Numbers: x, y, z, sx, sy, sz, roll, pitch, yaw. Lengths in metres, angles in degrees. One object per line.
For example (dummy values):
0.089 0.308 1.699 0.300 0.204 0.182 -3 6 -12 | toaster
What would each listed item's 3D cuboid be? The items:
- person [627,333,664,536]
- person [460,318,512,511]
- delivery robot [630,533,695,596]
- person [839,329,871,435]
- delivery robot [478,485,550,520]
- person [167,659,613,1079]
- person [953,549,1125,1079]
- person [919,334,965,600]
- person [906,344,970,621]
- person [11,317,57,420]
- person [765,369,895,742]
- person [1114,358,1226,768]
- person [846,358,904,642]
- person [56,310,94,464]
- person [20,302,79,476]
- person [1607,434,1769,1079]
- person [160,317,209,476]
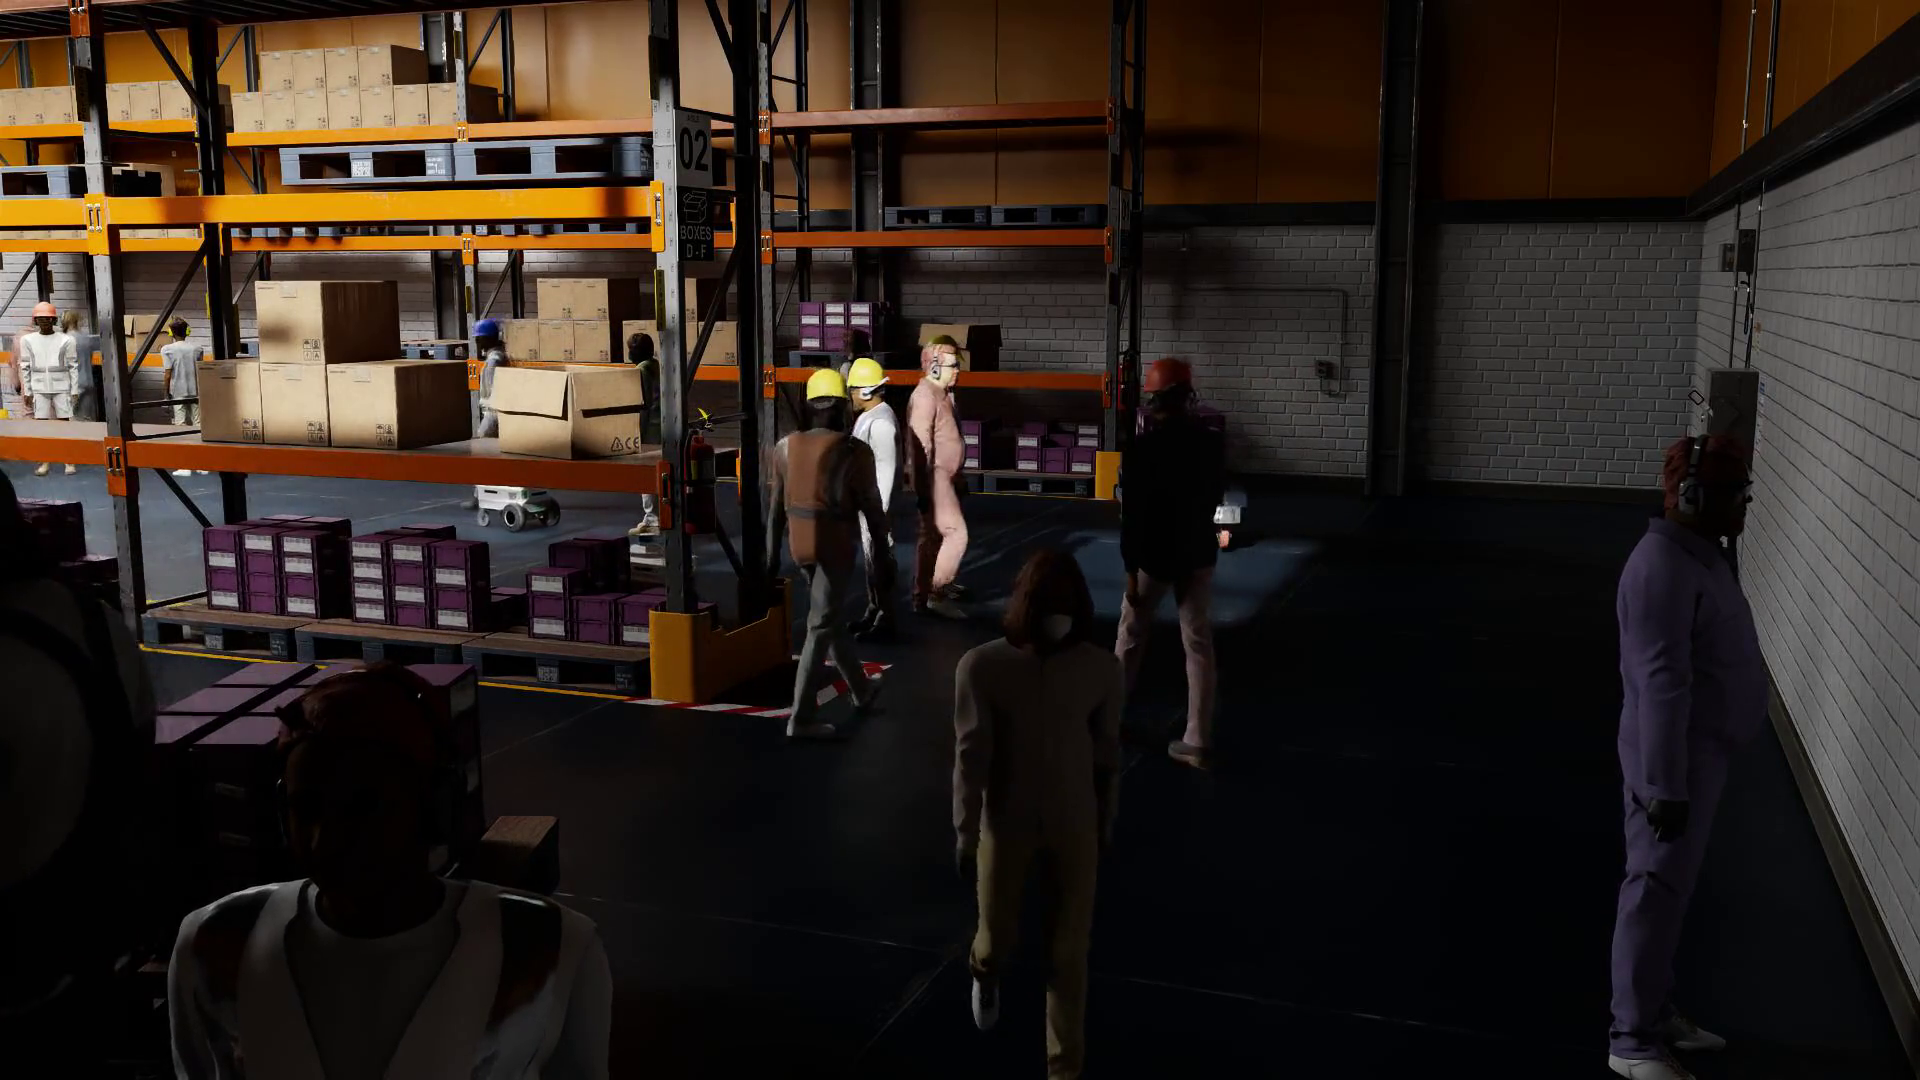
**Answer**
-2.856 -0.954 15.082 0.429 1.840 0.630 1 9 6 | person
-4.752 -1.255 16.732 0.779 1.918 0.635 -1 9 -6 | person
-2.188 0.195 11.588 0.707 0.478 0.477 6 11 32 | delivery robot
-0.968 -1.141 16.278 0.520 1.829 0.551 1 9 8 | person
-4.164 -0.430 15.513 0.707 0.478 0.477 6 11 34 | delivery robot
-0.729 1.082 2.158 0.572 1.883 0.355 0 9 -3 | person
0.208 0.800 4.767 0.498 1.610 0.656 -1 9 -8 | person
-0.145 -0.536 12.175 0.363 1.929 0.585 1 9 9 | person
-0.099 -0.385 11.336 0.501 1.891 0.678 1 9 5 | person
-11.971 -2.008 21.625 0.930 1.872 0.394 3 10 19 | person
-0.642 0.055 8.648 0.623 1.858 0.997 6 11 34 | person
0.979 0.081 8.224 0.608 1.938 1.032 -4 10 -22 | person
-0.569 -0.257 10.733 0.404 1.828 0.592 -2 9 -10 | person
-10.997 -1.891 20.674 0.416 1.927 0.676 0 9 2 | person
-10.696 -1.772 19.567 0.608 2.048 0.368 -3 10 -18 | person
2.117 0.642 4.847 0.408 1.906 0.653 5 10 29 | person
-9.118 -1.677 19.545 0.333 1.864 0.515 8 12 39 | person
